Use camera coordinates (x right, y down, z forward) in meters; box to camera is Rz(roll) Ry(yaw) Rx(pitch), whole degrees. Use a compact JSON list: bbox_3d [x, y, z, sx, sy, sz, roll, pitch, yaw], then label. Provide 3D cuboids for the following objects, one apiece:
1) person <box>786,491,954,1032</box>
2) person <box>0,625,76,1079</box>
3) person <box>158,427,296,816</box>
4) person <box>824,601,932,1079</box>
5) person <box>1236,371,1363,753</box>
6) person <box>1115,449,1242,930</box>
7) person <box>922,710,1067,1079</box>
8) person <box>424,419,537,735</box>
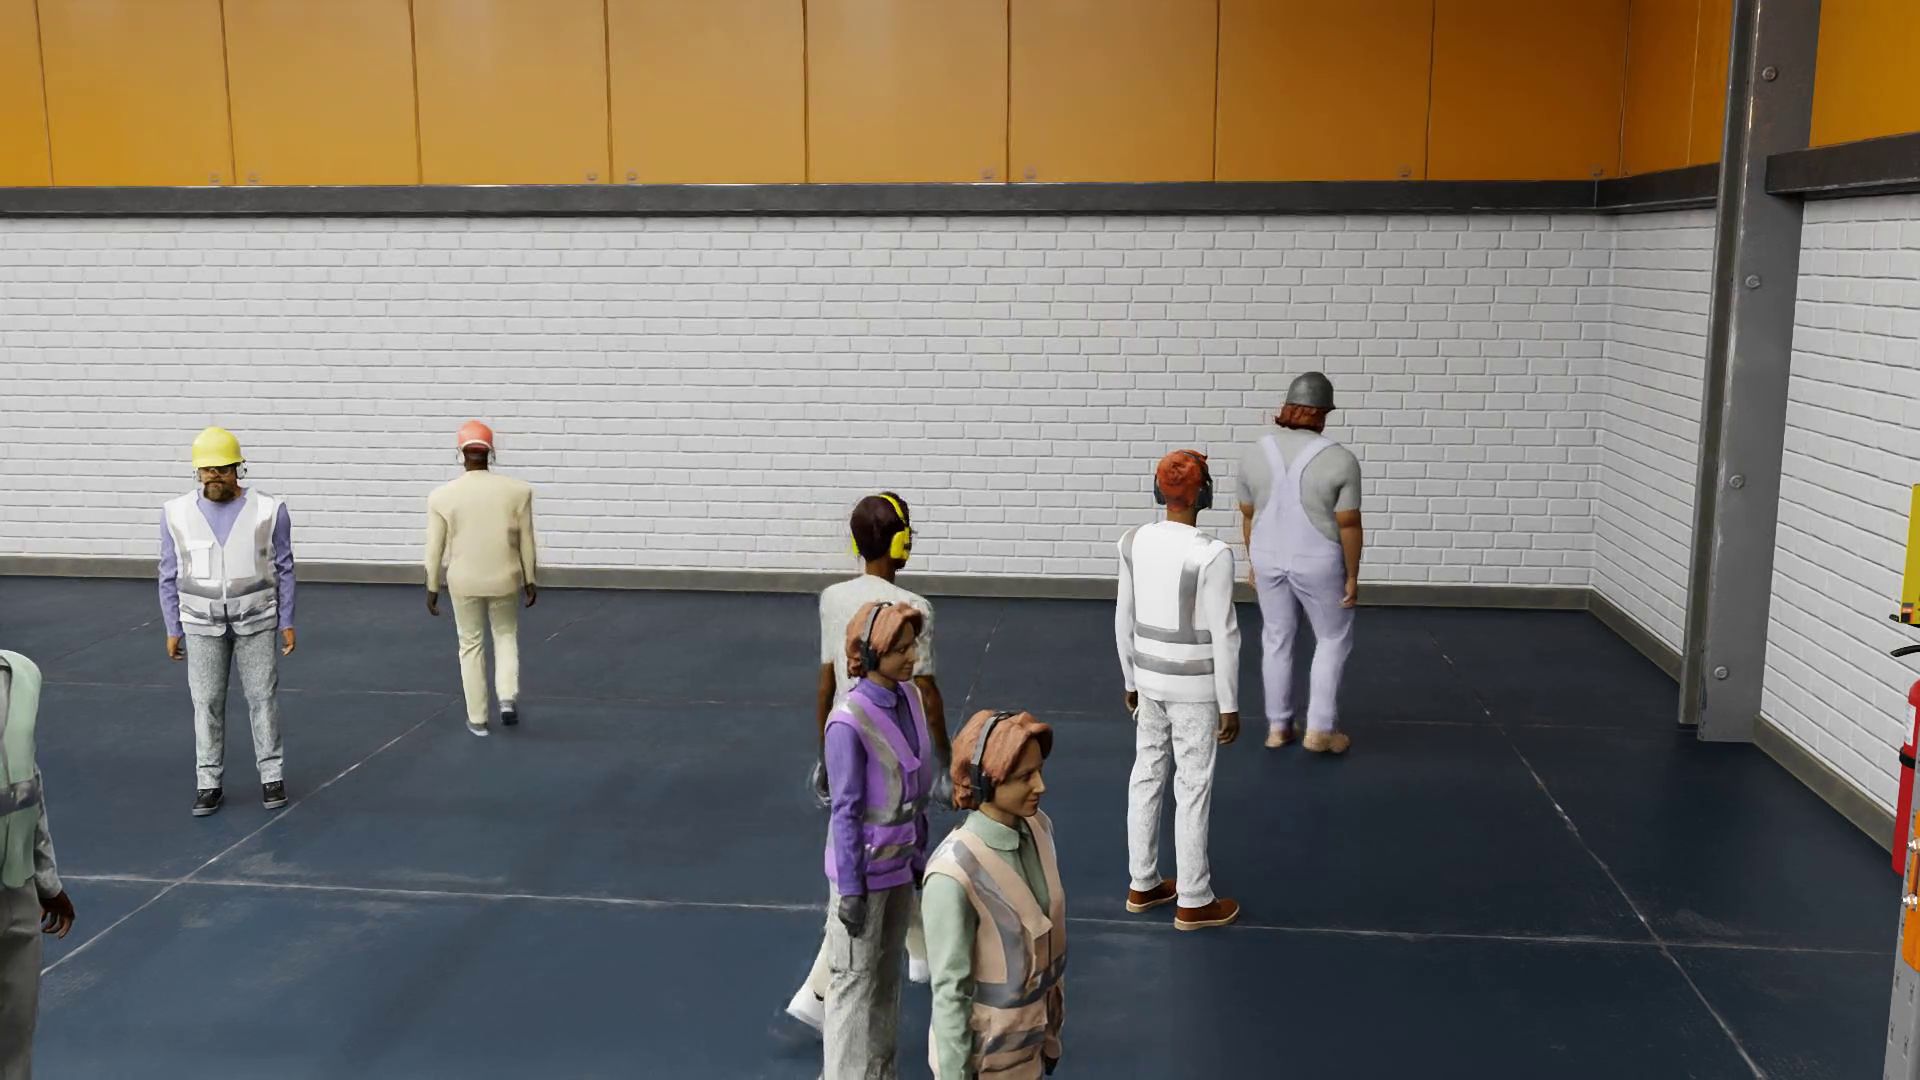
[{"bbox_3d":[-0.298,0.752,5.723,0.523,1.830,0.928,9,14,43],"label":"person"},{"bbox_3d":[-2.577,0.948,4.333,0.391,1.919,0.591,1,10,7],"label":"person"},{"bbox_3d":[-3.442,0.379,7.839,0.597,1.832,0.404,-3,10,-19],"label":"person"},{"bbox_3d":[-0.240,0.983,4.930,0.314,1.640,0.516,4,11,21],"label":"person"},{"bbox_3d":[1.820,0.111,8.775,0.685,2.000,0.540,7,12,35],"label":"person"},{"bbox_3d":[0.864,0.584,6.524,0.349,1.881,0.584,-9,13,-40],"label":"person"},{"bbox_3d":[0.081,1.183,3.788,0.306,1.640,0.522,5,11,26],"label":"person"},{"bbox_3d":[-2.612,0.211,9.059,0.597,1.731,0.373,-5,11,-25],"label":"person"}]
